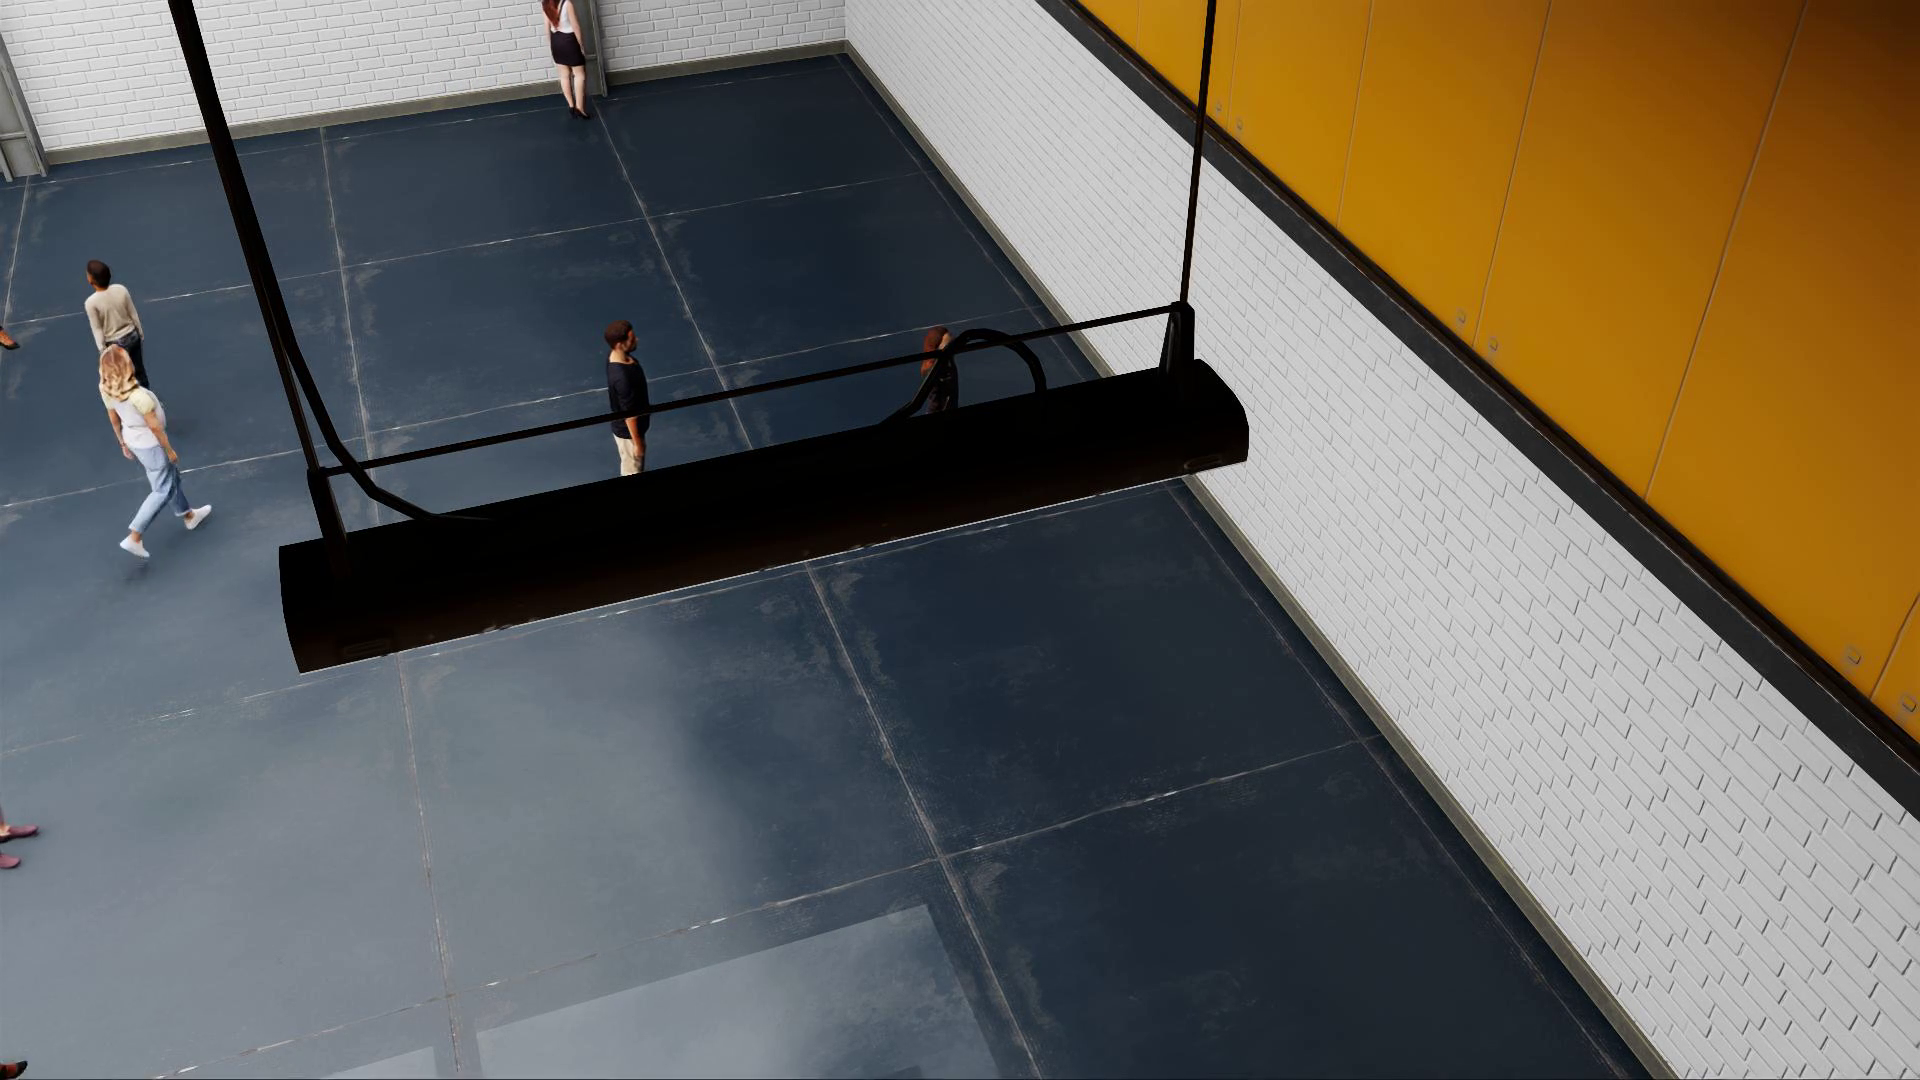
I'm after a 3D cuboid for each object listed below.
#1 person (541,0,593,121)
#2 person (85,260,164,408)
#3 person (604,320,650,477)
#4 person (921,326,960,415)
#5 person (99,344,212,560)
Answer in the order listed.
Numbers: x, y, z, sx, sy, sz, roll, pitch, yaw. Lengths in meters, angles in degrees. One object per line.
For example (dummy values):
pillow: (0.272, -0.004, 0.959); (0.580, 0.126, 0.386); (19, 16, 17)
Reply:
person: (-4.338, -5.427, 18.334); (0.692, 1.644, 0.773); (10, 40, 13)
person: (-6.873, -1.614, 13.714); (0.886, 1.450, 0.861); (22, 44, 25)
person: (-2.482, -0.839, 12.423); (0.533, 1.851, 0.634); (-11, 40, -14)
person: (-0.154, -1.014, 12.937); (0.684, 1.484, 0.640); (12, 40, 15)
person: (-6.050, -0.627, 12.277); (1.048, 1.702, 1.134); (18, 42, 21)
